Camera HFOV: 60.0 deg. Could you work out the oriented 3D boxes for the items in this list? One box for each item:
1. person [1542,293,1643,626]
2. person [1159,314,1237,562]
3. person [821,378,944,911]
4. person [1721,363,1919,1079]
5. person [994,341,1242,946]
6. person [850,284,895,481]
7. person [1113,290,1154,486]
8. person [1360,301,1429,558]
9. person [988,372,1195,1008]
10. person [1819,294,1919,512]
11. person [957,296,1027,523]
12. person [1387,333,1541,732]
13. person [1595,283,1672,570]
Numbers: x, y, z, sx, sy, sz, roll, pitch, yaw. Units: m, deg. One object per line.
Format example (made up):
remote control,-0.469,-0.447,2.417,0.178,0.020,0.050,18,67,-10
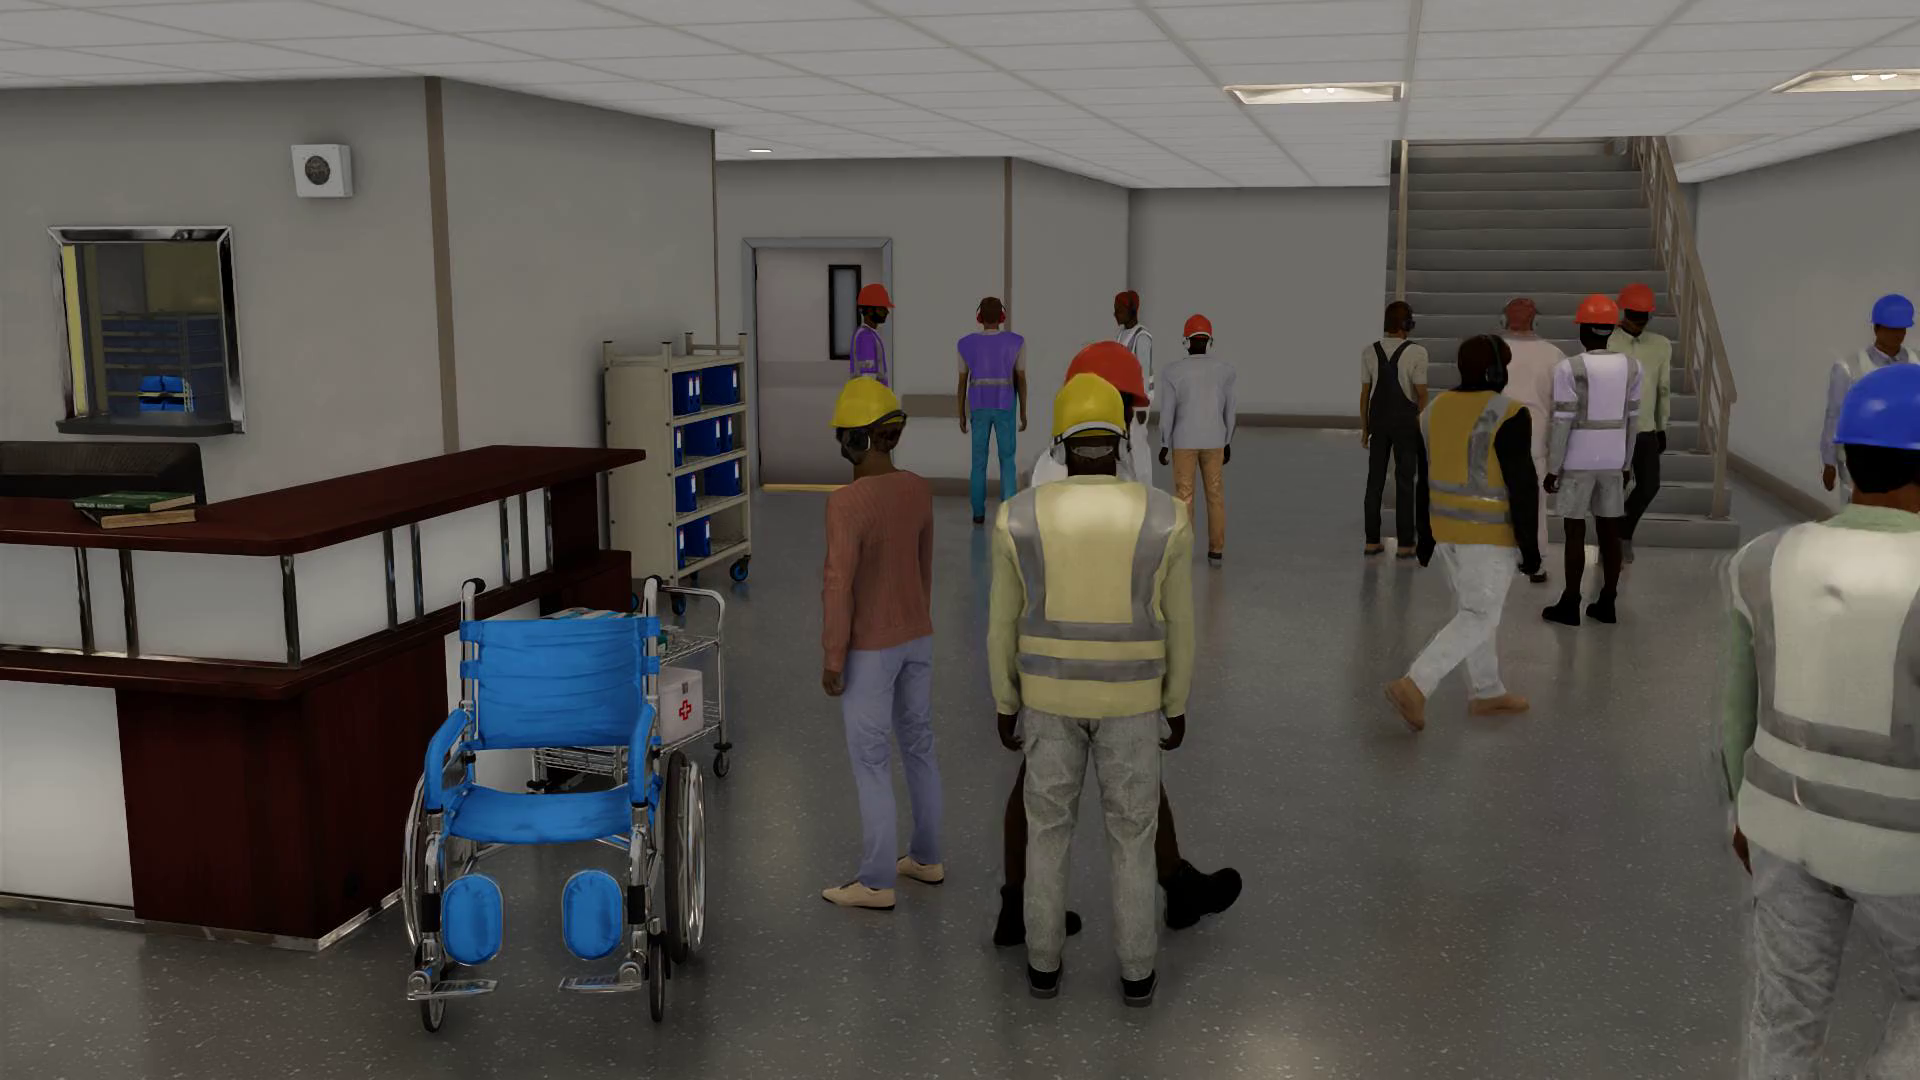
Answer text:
person,3.681,-0.463,9.740,0.543,1.939,0.360,-2,10,-11
person,1.659,-0.708,11.717,0.565,1.752,0.338,-2,10,-10
person,-0.284,0.340,5.554,0.349,1.758,0.522,7,12,34
person,1.879,0.603,3.471,0.447,1.931,0.641,-6,12,-33
person,0.496,0.328,5.248,0.929,1.888,0.542,-6,11,-30
person,-0.711,-1.109,13.546,0.373,1.934,0.551,-1,10,-6
person,1.470,-1.186,14.201,0.365,1.875,0.571,-2,10,-12
person,3.118,-0.789,11.949,0.504,1.839,0.344,7,12,36
person,0.380,0.434,4.816,0.591,1.827,0.403,1,10,9
person,5.467,-0.499,9.947,0.643,1.937,0.586,1,10,5
person,0.257,-1.032,13.411,0.565,1.837,0.396,1,10,6
person,2.306,-0.028,7.569,0.851,1.820,0.627,-4,10,-22
person,4.562,-0.766,11.400,0.654,1.974,0.439,0,10,-1
